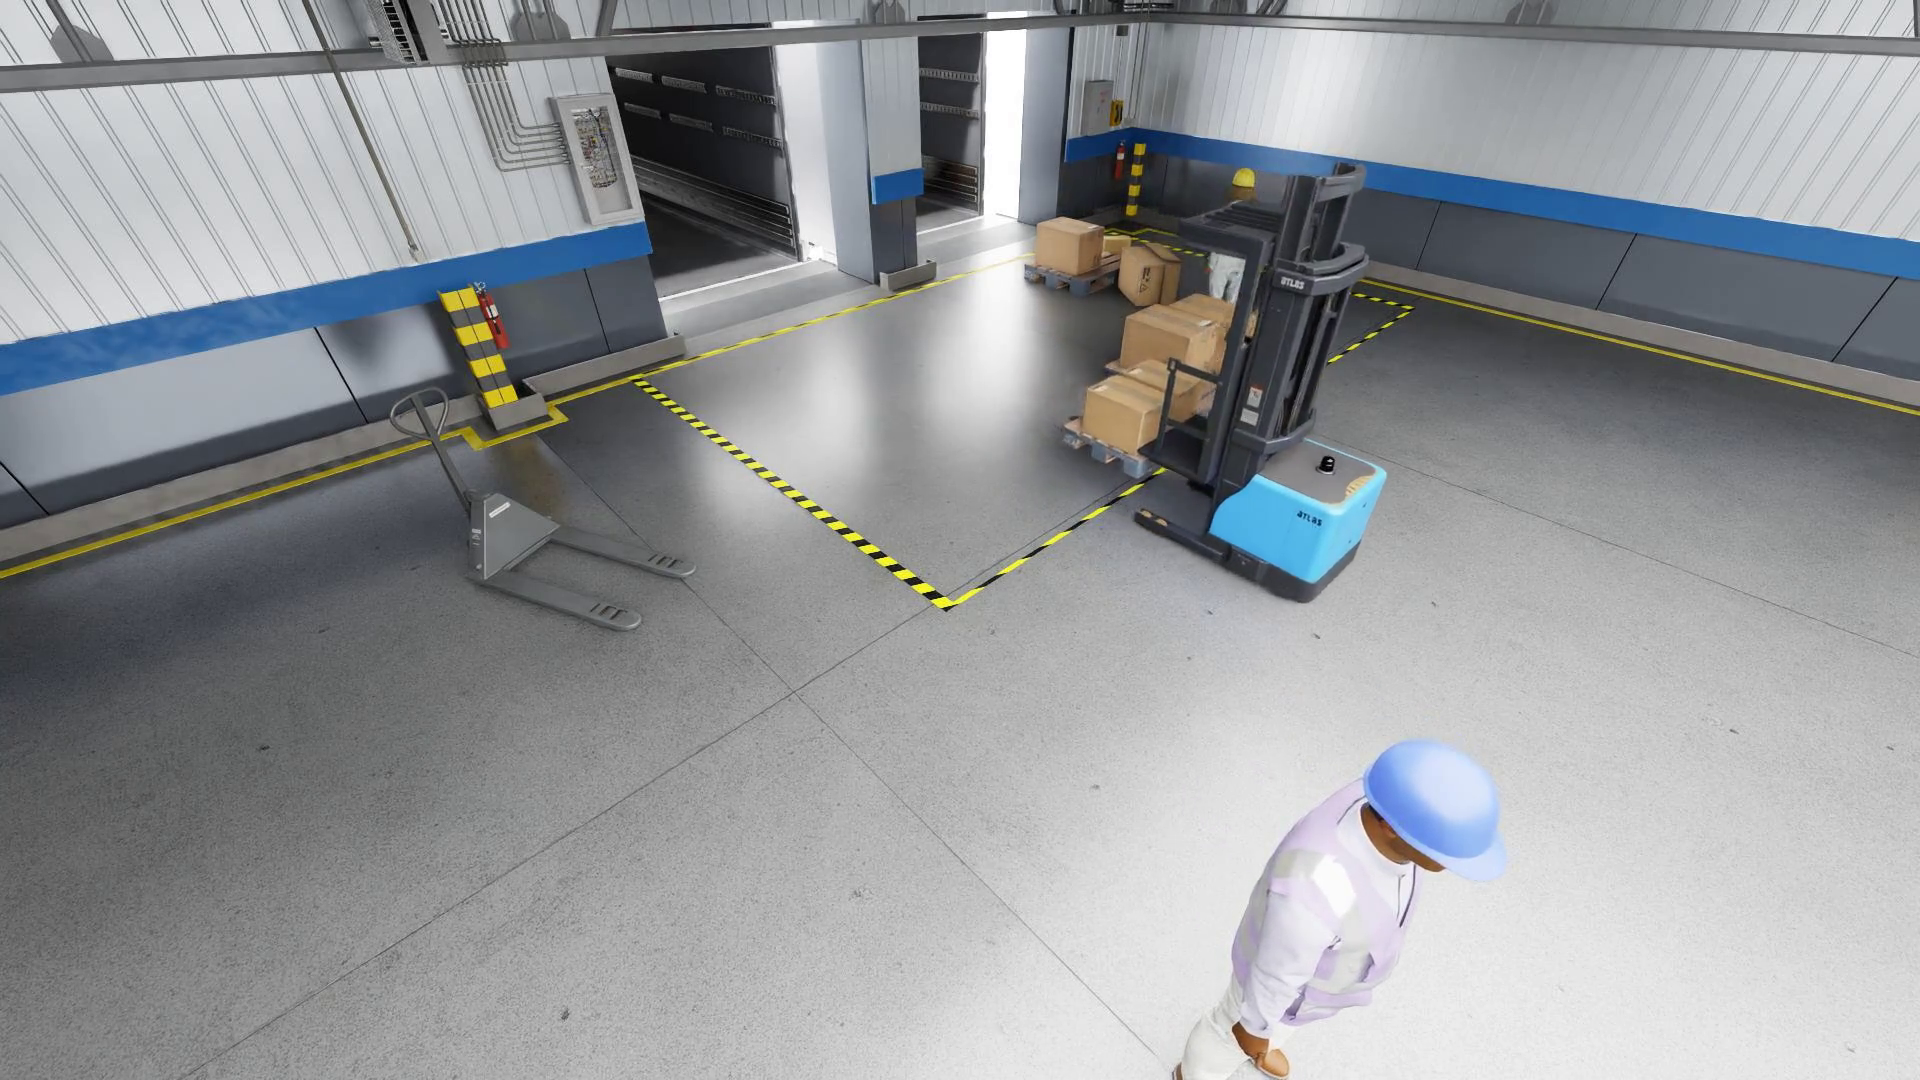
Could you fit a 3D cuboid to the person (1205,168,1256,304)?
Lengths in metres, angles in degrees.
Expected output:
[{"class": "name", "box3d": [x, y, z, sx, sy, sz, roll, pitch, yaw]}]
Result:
[{"class": "person", "box3d": [2.772, -2.898, 7.610, 0.492, 1.742, 0.319, -14, 40, -17]}]

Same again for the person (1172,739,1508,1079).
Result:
[{"class": "person", "box3d": [1.003, 1.212, 2.125, 0.611, 1.945, 0.404, -28, 46, -31]}]

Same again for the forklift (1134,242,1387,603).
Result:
[{"class": "forklift", "box3d": [2.147, -0.691, 4.510, 0.716, 2.013, 0.776, -30, 47, -33]}]

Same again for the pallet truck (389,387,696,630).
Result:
[{"class": "pallet truck", "box3d": [-2.613, -0.247, 4.593, 1.601, 1.201, 0.680, 14, 40, 17]}]
